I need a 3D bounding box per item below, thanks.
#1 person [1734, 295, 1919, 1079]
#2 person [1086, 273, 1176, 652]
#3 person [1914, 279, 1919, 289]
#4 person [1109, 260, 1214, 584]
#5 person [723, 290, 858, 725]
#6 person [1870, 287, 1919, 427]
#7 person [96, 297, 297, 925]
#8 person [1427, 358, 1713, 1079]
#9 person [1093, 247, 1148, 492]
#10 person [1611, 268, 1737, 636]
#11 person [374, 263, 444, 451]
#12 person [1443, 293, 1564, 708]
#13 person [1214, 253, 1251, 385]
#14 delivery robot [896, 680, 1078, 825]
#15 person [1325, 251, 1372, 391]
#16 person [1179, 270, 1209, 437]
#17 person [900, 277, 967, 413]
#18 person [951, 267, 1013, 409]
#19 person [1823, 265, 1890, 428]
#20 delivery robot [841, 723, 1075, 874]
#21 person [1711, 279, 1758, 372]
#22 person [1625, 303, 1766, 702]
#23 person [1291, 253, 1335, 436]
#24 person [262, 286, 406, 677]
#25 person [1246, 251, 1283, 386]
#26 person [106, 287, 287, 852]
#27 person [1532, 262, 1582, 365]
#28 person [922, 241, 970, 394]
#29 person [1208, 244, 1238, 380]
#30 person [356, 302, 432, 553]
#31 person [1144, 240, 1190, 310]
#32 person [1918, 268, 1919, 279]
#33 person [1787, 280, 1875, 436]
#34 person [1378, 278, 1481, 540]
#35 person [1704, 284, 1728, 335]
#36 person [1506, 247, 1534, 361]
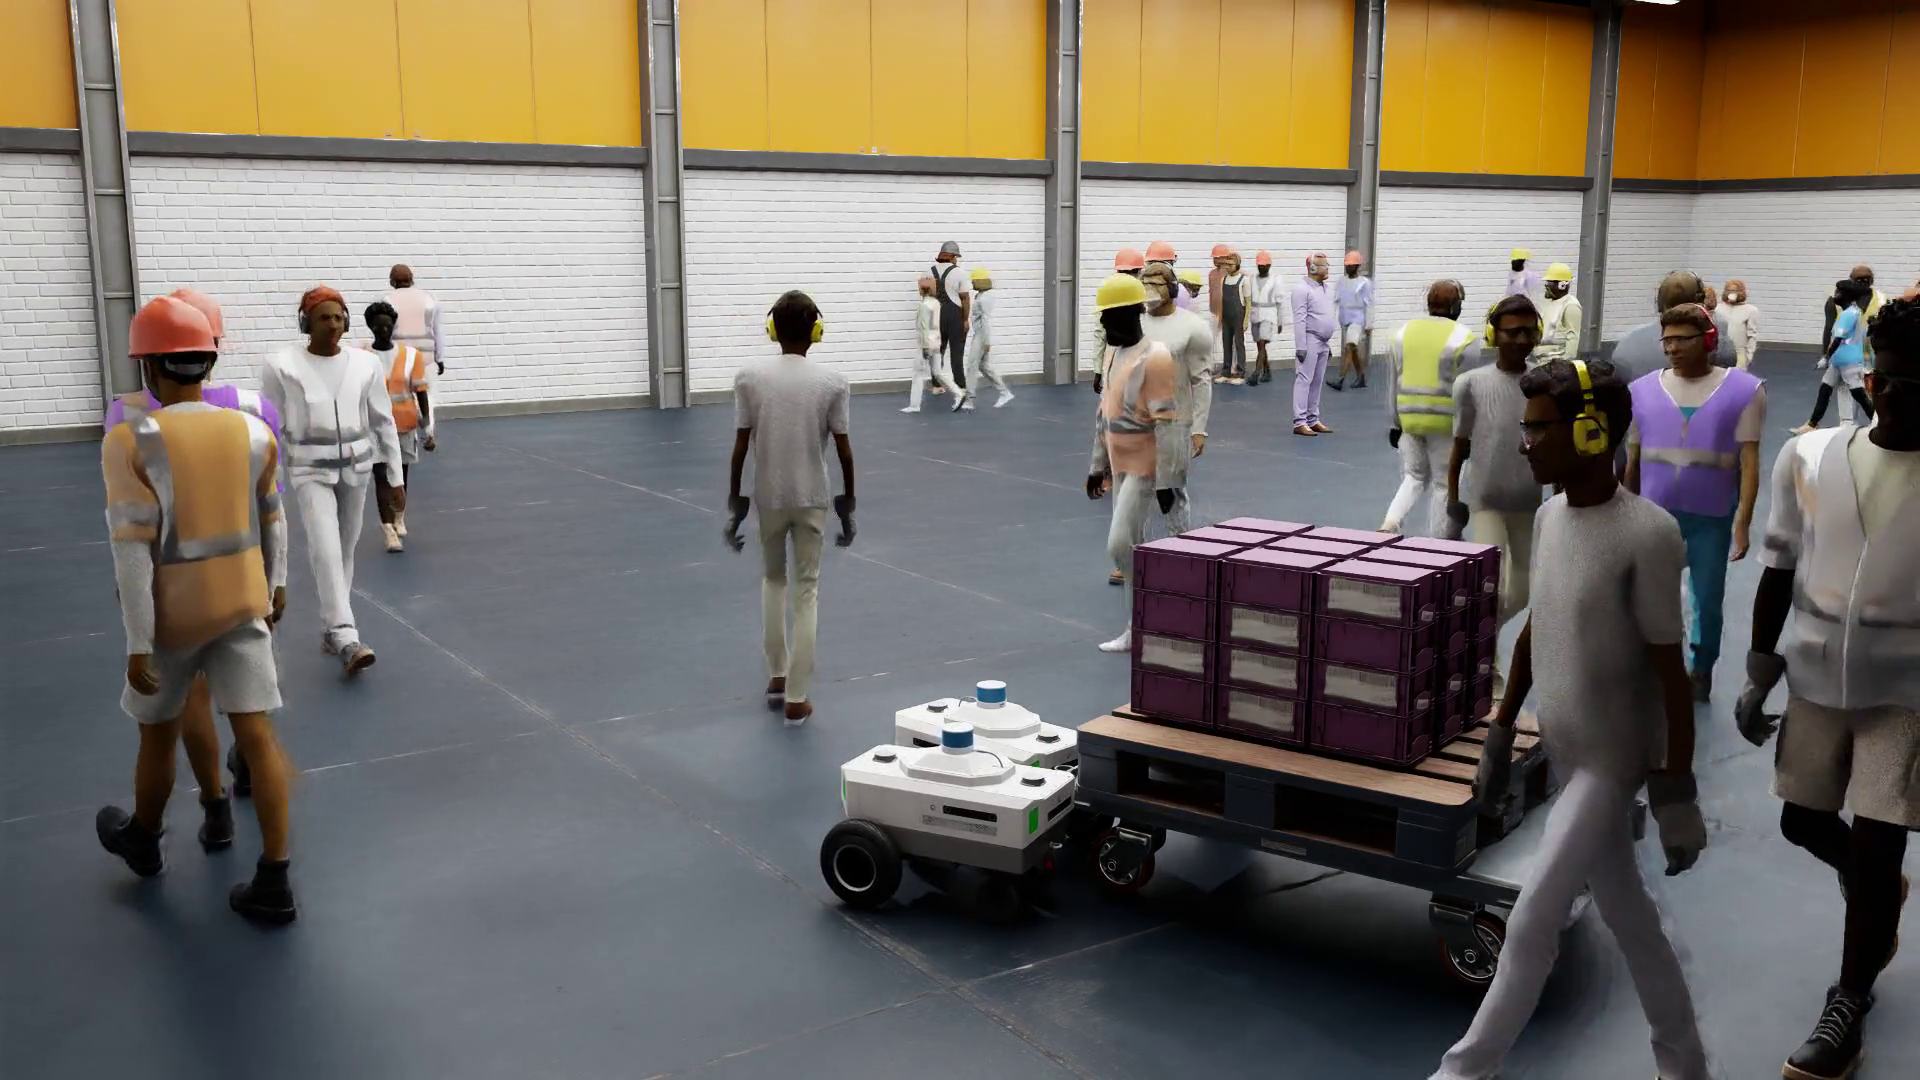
[{"bbox_3d":[2.351,0.349,4.234,0.815,1.946,0.611,-8,13,-38],"label":"person"},{"bbox_3d":[0.841,-0.363,8.251,0.420,1.905,0.605,-3,11,-14],"label":"person"},{"bbox_3d":[11.665,-2.406,20.214,0.518,1.617,0.366,1,10,7],"label":"person"},{"bbox_3d":[1.178,-0.673,9.868,0.629,1.930,0.378,6,12,29],"label":"person"},{"bbox_3d":[-0.723,-0.156,7.247,0.565,1.844,0.682,0,10,2],"label":"person"},{"bbox_3d":[8.918,-1.600,15.823,0.547,1.607,0.801,8,13,38],"label":"person"},{"bbox_3d":[-2.392,0.204,5.161,0.986,1.883,0.575,8,13,38],"label":"person"},{"bbox_3d":[1.334,0.507,3.731,1.005,1.806,0.519,-1,10,-7],"label":"person"},{"bbox_3d":[1.368,-1.363,13.469,0.623,1.992,0.396,4,11,21],"label":"person"},{"bbox_3d":[3.521,-0.391,8.337,0.619,1.923,0.641,-8,13,-37],"label":"person"},{"bbox_3d":[-5.253,-1.717,15.866,0.650,1.826,0.434,-6,12,-28],"label":"person"},{"bbox_3d":[2.358,-0.152,7.266,0.509,1.839,0.784,-1,10,-4],"label":"person"},{"bbox_3d":[3.850,-3.103,23.422,0.325,1.842,0.517,-9,14,-42],"label":"person"},{"bbox_3d":[0.106,0.726,5.710,0.707,0.478,0.477,10,14,43],"label":"delivery robot"},{"bbox_3d":[5.294,-2.974,22.635,1.017,1.880,0.559,-9,13,-39],"label":"person"},{"bbox_3d":[2.334,-1.905,17.172,0.656,1.735,0.512,-9,13,-40],"label":"person"},{"bbox_3d":[-0.318,-2.291,19.580,0.741,1.613,0.520,4,11,20],"label":"person"},{"bbox_3d":[0.278,-2.444,20.142,0.730,1.718,0.503,0,10,-1],"label":"person"},{"bbox_3d":[9.285,-1.960,17.316,0.639,1.809,0.857,2,10,10],"label":"person"},{"bbox_3d":[-0.006,0.817,5.212,0.707,0.478,0.477,5,12,26],"label":"delivery robot"},{"bbox_3d":[8.343,-2.006,18.005,0.513,1.620,0.301,10,14,42],"label":"person"},{"bbox_3d":[3.137,-0.114,7.164,0.564,1.810,0.851,6,12,31],"label":"person"},{"bbox_3d":[3.738,-2.059,17.515,0.408,1.913,0.641,8,13,39],"label":"person"},{"bbox_3d":[-2.965,-0.278,7.967,0.606,1.828,0.982,-9,14,-40],"label":"person"},{"bbox_3d":[4.279,-3.129,23.489,0.553,1.888,1.031,7,12,32],"label":"person"},{"bbox_3d":[-2.683,0.074,5.867,0.548,1.899,0.923,-6,12,-30],"label":"person"},{"bbox_3d":[5.646,-1.709,15.810,0.404,1.835,0.587,-1,10,-4],"label":"person"},{"bbox_3d":[-0.136,-2.940,21.988,0.678,2.000,0.536,6,12,30],"label":"person"},{"bbox_3d":[3.725,-3.267,23.979,0.845,1.957,0.639,-8,13,-38],"label":"person"},{"bbox_3d":[-3.859,-0.780,11.228,0.544,1.649,0.902,-6,12,-28],"label":"person"},{"bbox_3d":[1.764,-1.625,14.770,0.377,2.045,0.605,-6,12,-28],"label":"person"},{"bbox_3d":[10.228,-2.075,17.619,0.401,1.906,0.650,4,11,20],"label":"person"},{"bbox_3d":[9.043,-1.822,16.946,0.898,1.649,0.528,4,11,22],"label":"person"},{"bbox_3d":[2.901,-0.694,10.259,0.583,1.828,0.643,-9,14,-40],"label":"person"},{"bbox_3d":[7.054,-1.633,15.932,0.360,1.619,0.512,-9,14,-41],"label":"person"},{"bbox_3d":[8.480,-3.493,25.352,0.420,1.916,0.605,-3,11,-16],"label":"person"}]
